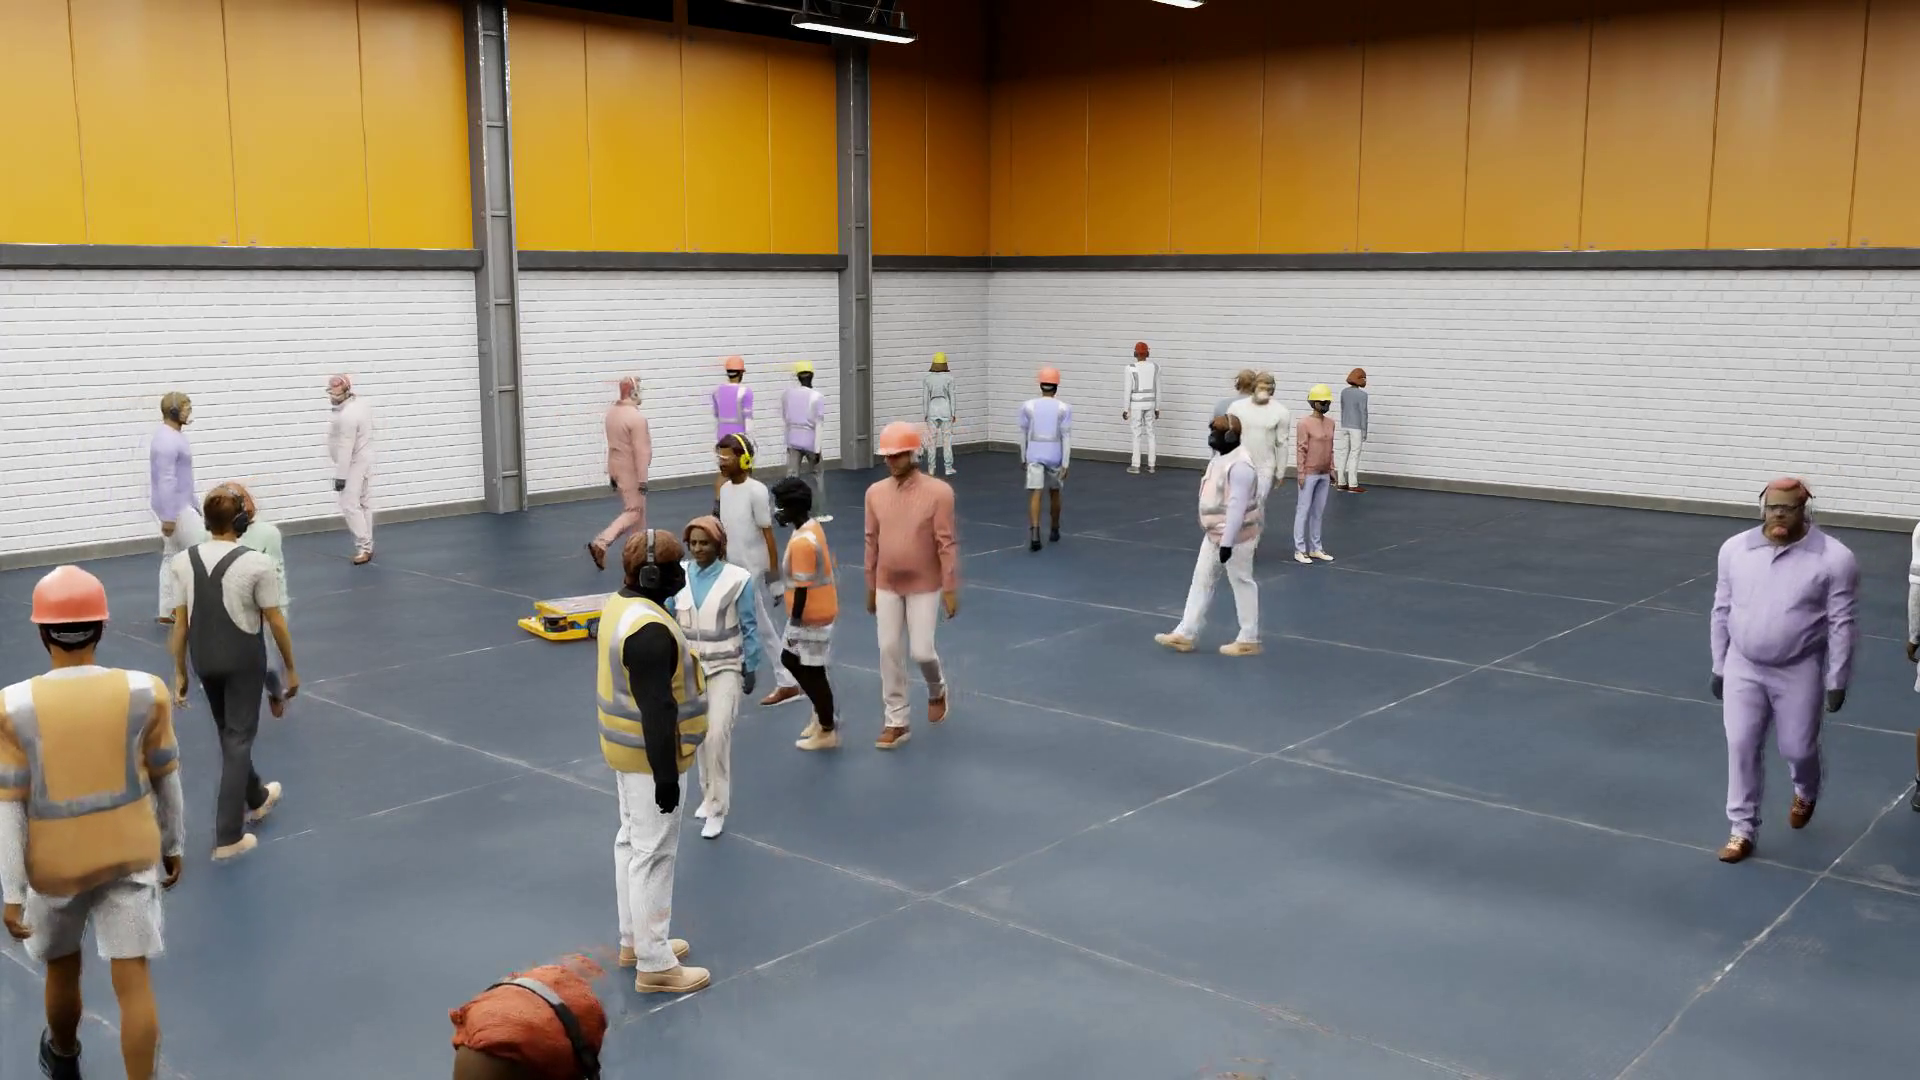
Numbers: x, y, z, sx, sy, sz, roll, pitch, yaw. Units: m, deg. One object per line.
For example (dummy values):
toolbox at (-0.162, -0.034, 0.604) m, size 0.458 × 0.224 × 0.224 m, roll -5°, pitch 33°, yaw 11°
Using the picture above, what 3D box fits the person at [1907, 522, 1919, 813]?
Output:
person at (5.245, 0.493, 8.682) m, size 0.542 × 1.939 × 0.362 m, roll 7°, pitch 12°, yaw 39°

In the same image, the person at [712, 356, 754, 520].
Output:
person at (-2.615, -1.176, 19.263) m, size 0.557 × 1.913 × 0.804 m, roll 4°, pitch 10°, yaw 25°

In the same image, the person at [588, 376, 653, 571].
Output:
person at (-3.231, -0.637, 15.984) m, size 0.792 × 1.884 × 0.653 m, roll -7°, pitch 11°, yaw -36°

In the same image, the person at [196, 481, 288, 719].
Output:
person at (-4.331, 0.430, 10.096) m, size 0.509 × 1.612 × 0.542 m, roll -2°, pitch 9°, yaw -11°

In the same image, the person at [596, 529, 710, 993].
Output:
person at (-1.217, 0.866, 6.644) m, size 0.429 × 1.841 × 0.633 m, roll -4°, pitch 10°, yaw -21°

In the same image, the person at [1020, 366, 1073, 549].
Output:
person at (0.894, -0.862, 17.352) m, size 0.547 × 1.898 × 0.982 m, roll 1°, pitch 9°, yaw 6°

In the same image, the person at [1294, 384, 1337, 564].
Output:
person at (3.525, -0.655, 16.428) m, size 0.523 × 1.769 × 0.315 m, roll -7°, pitch 11°, yaw -37°

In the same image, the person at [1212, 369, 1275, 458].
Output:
person at (2.856, -0.776, 16.800) m, size 0.641 × 1.909 × 0.967 m, roll 2°, pitch 9°, yaw 15°

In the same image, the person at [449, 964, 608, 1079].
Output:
person at (-0.583, 1.527, 2.436) m, size 0.592 × 1.862 × 0.510 m, roll 5°, pitch 10°, yaw 29°

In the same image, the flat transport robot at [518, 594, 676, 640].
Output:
flat transport robot at (-2.751, 0.577, 13.377) m, size 1.431 × 0.197 × 0.652 m, roll -7°, pitch 11°, yaw -36°

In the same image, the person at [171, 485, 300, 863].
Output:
person at (-3.552, 0.621, 8.287) m, size 0.532 × 1.804 × 0.905 m, roll 1°, pitch 9°, yaw 8°

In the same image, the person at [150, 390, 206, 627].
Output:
person at (-6.231, -0.234, 13.324) m, size 0.542 × 1.921 × 0.640 m, roll -4°, pitch 10°, yaw -26°

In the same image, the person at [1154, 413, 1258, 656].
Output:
person at (1.848, -0.024, 12.311) m, size 0.848 × 1.811 × 0.654 m, roll -2°, pitch 9°, yaw -10°

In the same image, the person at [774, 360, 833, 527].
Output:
person at (-1.801, -1.092, 18.818) m, size 0.589 × 1.881 × 0.858 m, roll 3°, pitch 10°, yaw 21°

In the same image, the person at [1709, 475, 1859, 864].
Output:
person at (4.013, 0.608, 8.132) m, size 0.650 × 1.884 × 0.741 m, roll 8°, pitch 12°, yaw 40°

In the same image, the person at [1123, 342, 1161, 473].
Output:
person at (2.602, -1.892, 23.829) m, size 0.574 × 1.884 × 0.357 m, roll -3°, pitch 10°, yaw -19°

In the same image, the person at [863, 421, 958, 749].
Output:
person at (-0.289, 0.258, 10.055) m, size 0.638 × 1.967 × 0.586 m, roll 4°, pitch 10°, yaw 23°

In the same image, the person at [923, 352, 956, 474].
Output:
person at (-0.286, -1.803, 23.713) m, size 0.484 × 1.744 × 0.294 m, roll 2°, pitch 9°, yaw 12°

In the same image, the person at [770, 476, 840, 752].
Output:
person at (-0.902, 0.446, 9.790) m, size 0.398 × 1.665 × 0.597 m, roll 0°, pitch 9°, yaw -2°

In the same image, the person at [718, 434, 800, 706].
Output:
person at (-1.448, 0.225, 10.727) m, size 0.985 × 1.817 × 0.550 m, roll -6°, pitch 11°, yaw -34°

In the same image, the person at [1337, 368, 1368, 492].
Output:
person at (5.152, -1.435, 21.767) m, size 0.270 × 1.627 × 0.502 m, roll -5°, pitch 10°, yaw -27°

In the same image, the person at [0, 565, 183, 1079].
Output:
person at (-2.889, 1.018, 5.523) m, size 0.562 × 1.891 × 0.927 m, roll -6°, pitch 11°, yaw -32°

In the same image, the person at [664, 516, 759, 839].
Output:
person at (-1.319, 0.690, 8.471) m, size 0.529 × 1.614 × 0.709 m, roll 2°, pitch 9°, yaw 14°

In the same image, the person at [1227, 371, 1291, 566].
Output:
person at (2.908, -0.708, 16.308) m, size 0.657 × 1.914 × 0.745 m, roll 3°, pitch 10°, yaw 18°

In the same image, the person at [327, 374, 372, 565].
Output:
person at (-6.052, -0.713, 16.491) m, size 0.397 × 1.871 × 0.760 m, roll -2°, pitch 9°, yaw -12°
